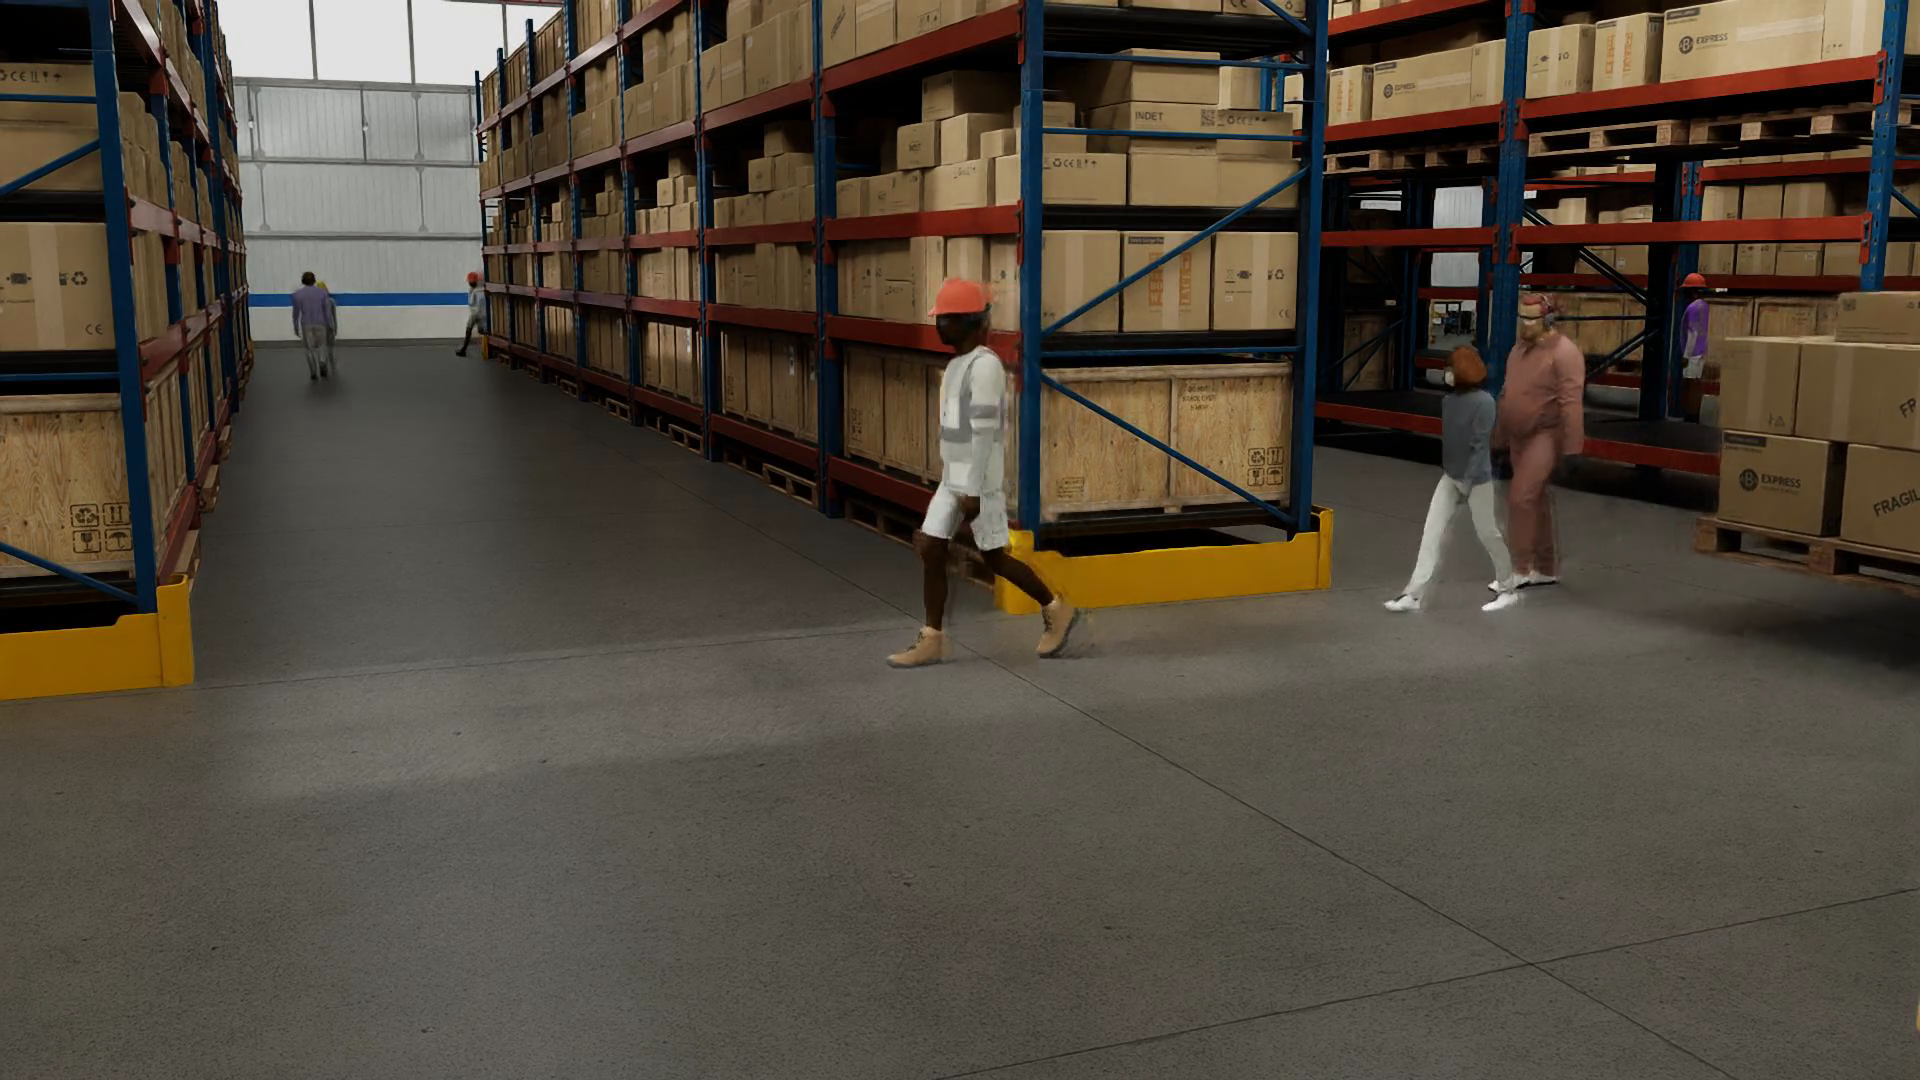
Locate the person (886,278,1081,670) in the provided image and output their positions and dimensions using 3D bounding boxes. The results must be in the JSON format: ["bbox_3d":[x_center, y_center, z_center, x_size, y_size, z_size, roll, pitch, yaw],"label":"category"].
[{"bbox_3d":[0.130,-0.335,8.513,0.972,2.004,0.606,-4,10,-24],"label":"person"}]

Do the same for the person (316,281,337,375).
[{"bbox_3d":[-11.827,-3.931,30.856,0.490,1.723,0.598,-5,11,-30],"label":"person"}]

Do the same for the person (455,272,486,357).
[{"bbox_3d":[-10.697,-4.976,36.708,0.922,1.870,0.625,-9,13,-44],"label":"person"}]

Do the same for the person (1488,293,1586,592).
[{"bbox_3d":[3.536,-0.605,10.475,0.739,1.874,0.685,-2,10,-14],"label":"person"}]

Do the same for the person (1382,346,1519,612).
[{"bbox_3d":[2.962,-0.349,9.808,0.858,1.588,0.500,-4,10,-22],"label":"person"}]

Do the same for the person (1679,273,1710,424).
[{"bbox_3d":[9.103,-2.344,20.714,0.364,1.939,0.542,7,12,37],"label":"person"}]

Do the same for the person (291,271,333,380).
[{"bbox_3d":[-11.537,-3.814,29.603,0.659,1.912,0.732,-4,10,-23],"label":"person"}]
